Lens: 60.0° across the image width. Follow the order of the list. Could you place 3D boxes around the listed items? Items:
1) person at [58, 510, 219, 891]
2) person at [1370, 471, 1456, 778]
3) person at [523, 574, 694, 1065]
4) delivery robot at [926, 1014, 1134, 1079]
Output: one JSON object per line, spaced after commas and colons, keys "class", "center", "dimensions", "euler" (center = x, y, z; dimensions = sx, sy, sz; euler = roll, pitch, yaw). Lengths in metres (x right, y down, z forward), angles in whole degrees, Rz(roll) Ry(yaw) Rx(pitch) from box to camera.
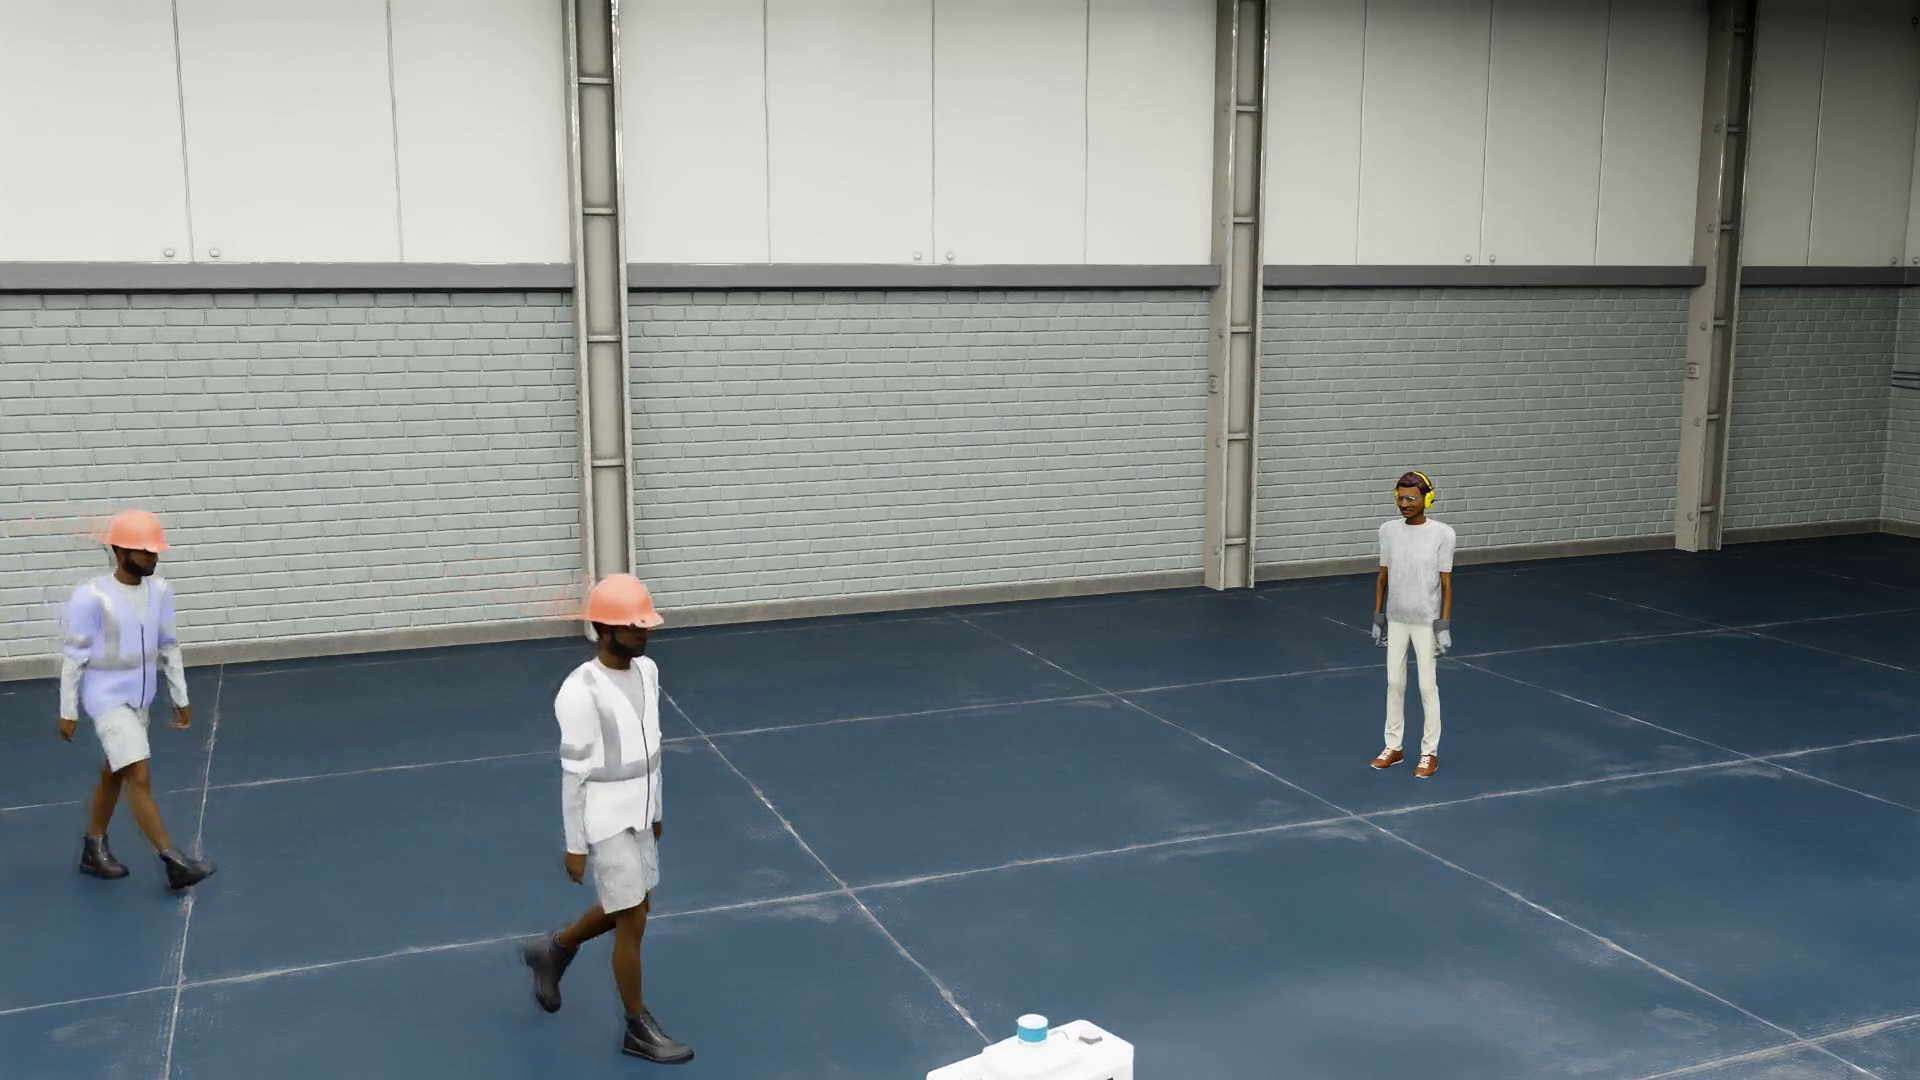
{"class": "person", "center": [-4.032, 0.794, 8.215], "dimensions": [1.024, 1.878, 0.565], "euler": [3, 9, 17]}
{"class": "person", "center": [2.750, 0.506, 10.114], "dimensions": [0.516, 1.865, 0.312], "euler": [7, 11, 38]}
{"class": "person", "center": [-1.405, 1.061, 6.492], "dimensions": [0.768, 1.918, 0.547], "euler": [4, 10, 23]}
{"class": "delivery robot", "center": [0.243, 1.833, 5.563], "dimensions": [0.707, 0.478, 0.477], "euler": [-7, 11, -36]}
